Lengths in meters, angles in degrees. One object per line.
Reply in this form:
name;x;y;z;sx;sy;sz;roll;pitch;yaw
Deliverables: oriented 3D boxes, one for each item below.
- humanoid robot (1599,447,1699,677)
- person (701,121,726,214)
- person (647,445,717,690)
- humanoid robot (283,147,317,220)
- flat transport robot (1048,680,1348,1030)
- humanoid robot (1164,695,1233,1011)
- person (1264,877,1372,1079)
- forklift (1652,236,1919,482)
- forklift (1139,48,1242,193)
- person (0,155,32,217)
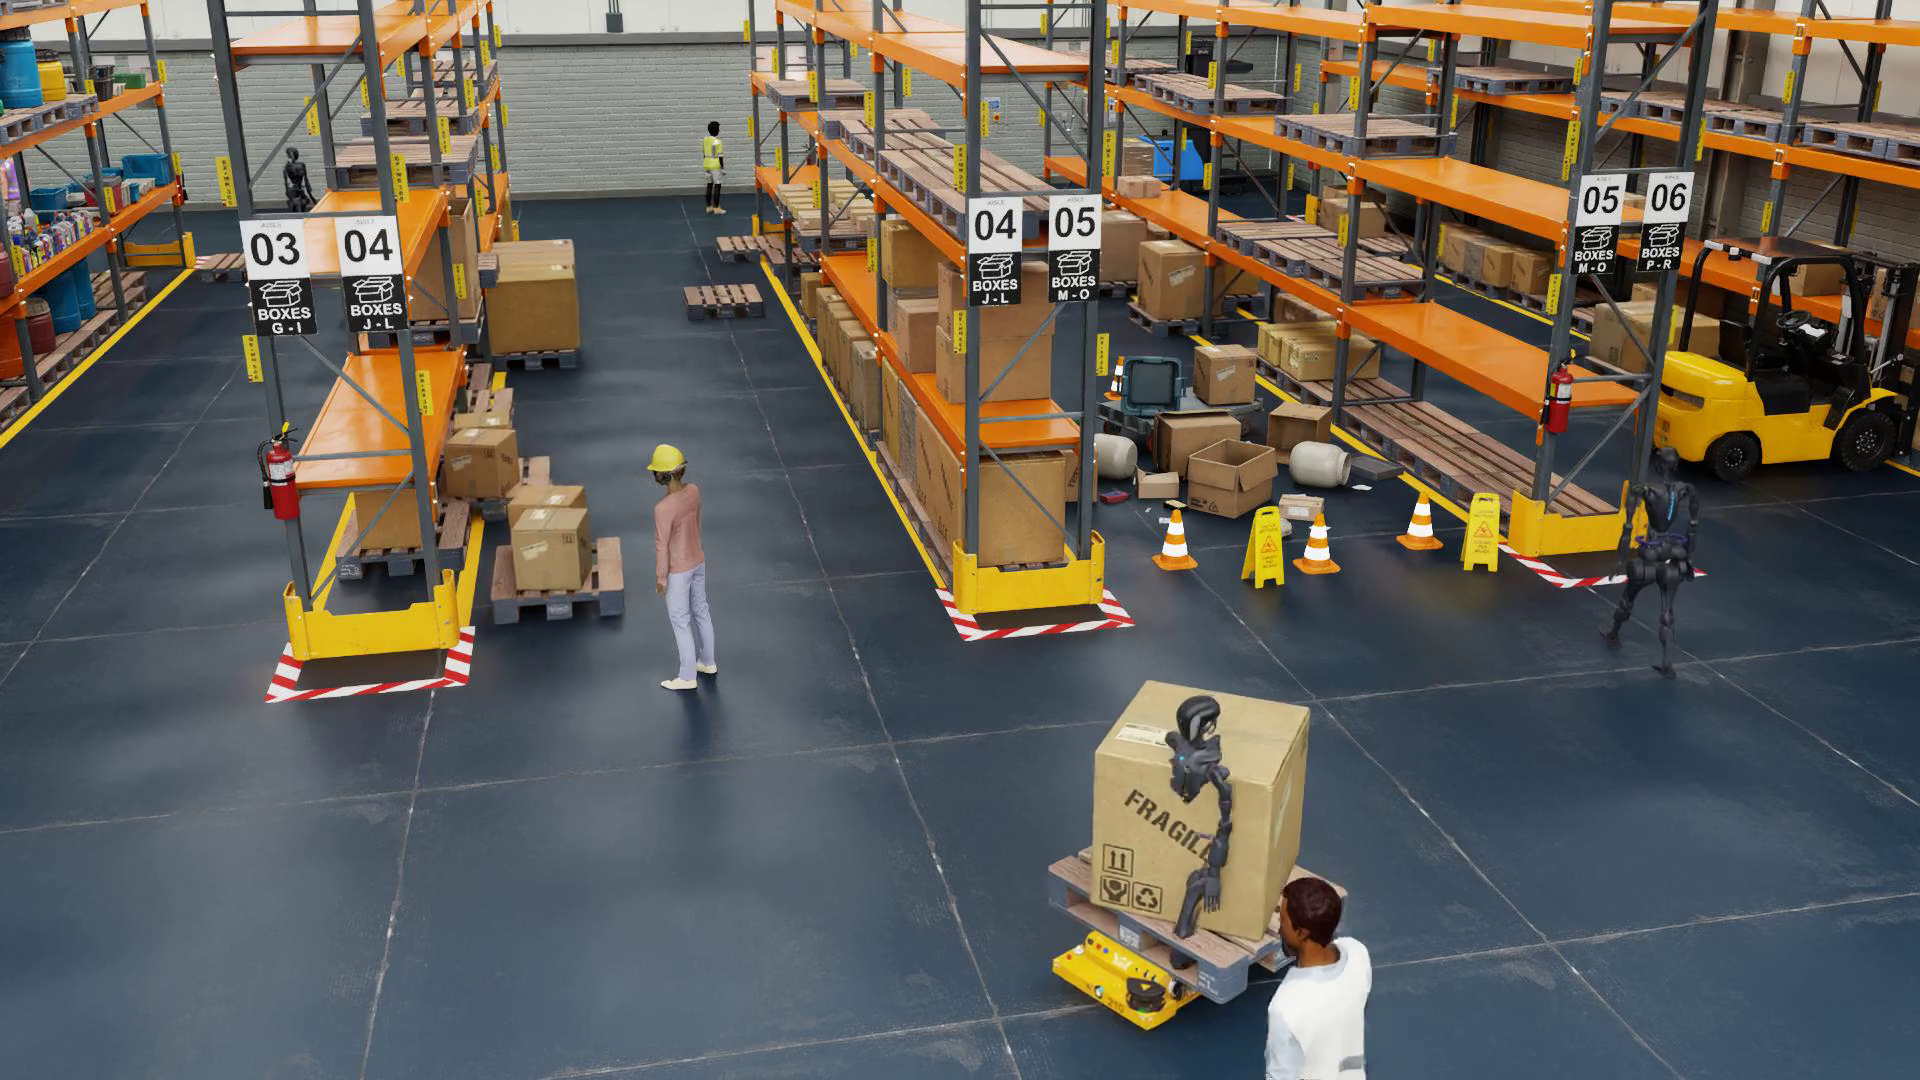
humanoid robot;4.996;0.109;11.955;0.612;1.620;0.791;-2;20;-5
person;-4.524;-6.843;30.591;0.537;1.685;0.327;17;26;38
person;-1.964;0.183;11.577;0.344;1.761;0.522;8;22;21
humanoid robot;-10.936;-5.694;27.584;0.787;1.623;0.589;7;21;18
flat transport robot;1.206;2.048;8.689;1.431;0.231;0.659;-17;26;-39
humanoid robot;1.101;1.510;8.134;0.600;1.638;0.588;-12;24;-29
person;1.223;2.093;6.231;0.601;1.899;0.571;-19;27;-41
forklift;8.013;-1.814;16.330;2.313;2.155;1.214;-4;21;-12
forklift;4.566;-8.313;32.860;1.873;2.768;1.129;-4;21;-12
person;-15.368;-5.565;27.153;0.350;1.688;0.489;11;23;26
